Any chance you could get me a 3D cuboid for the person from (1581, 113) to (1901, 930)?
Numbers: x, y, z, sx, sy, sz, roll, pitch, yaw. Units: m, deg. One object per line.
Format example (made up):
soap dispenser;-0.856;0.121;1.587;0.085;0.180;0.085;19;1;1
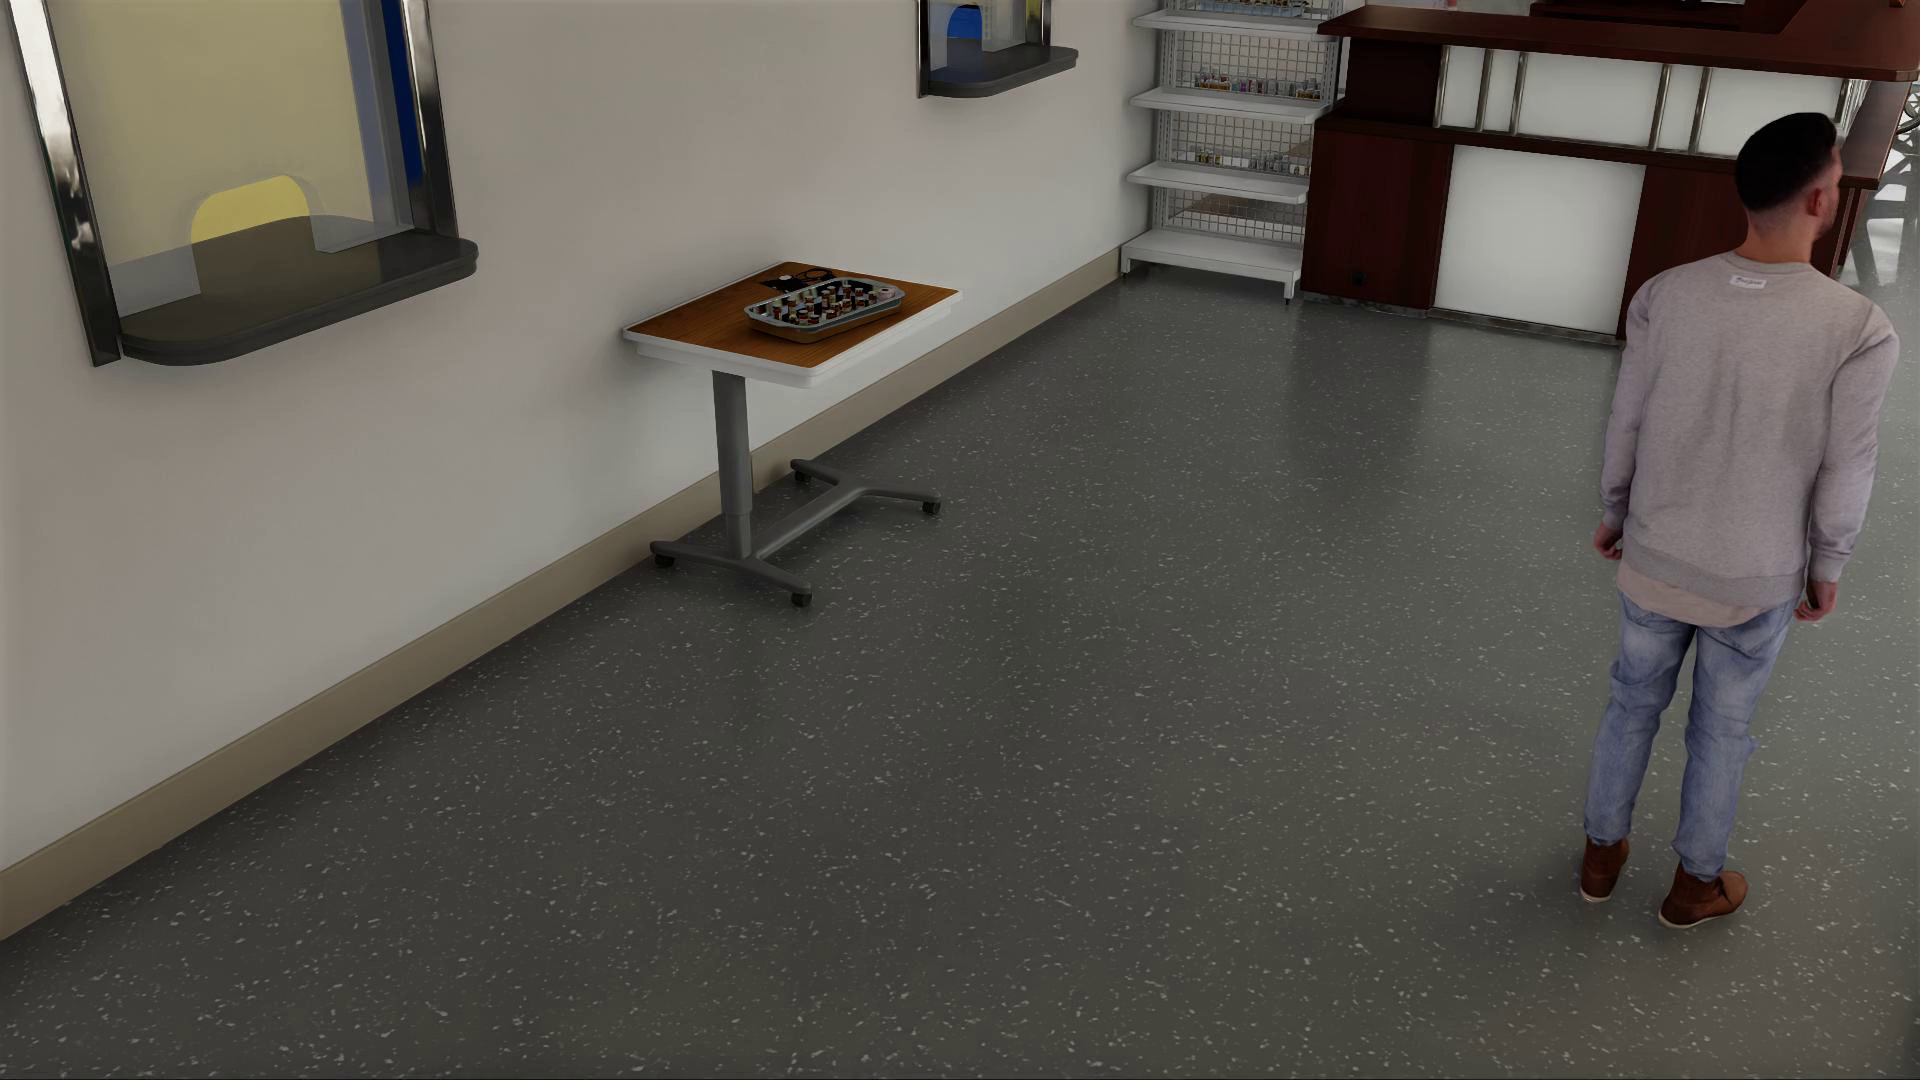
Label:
person;1.627;0.009;3.582;0.556;1.839;0.780;20;32;35
